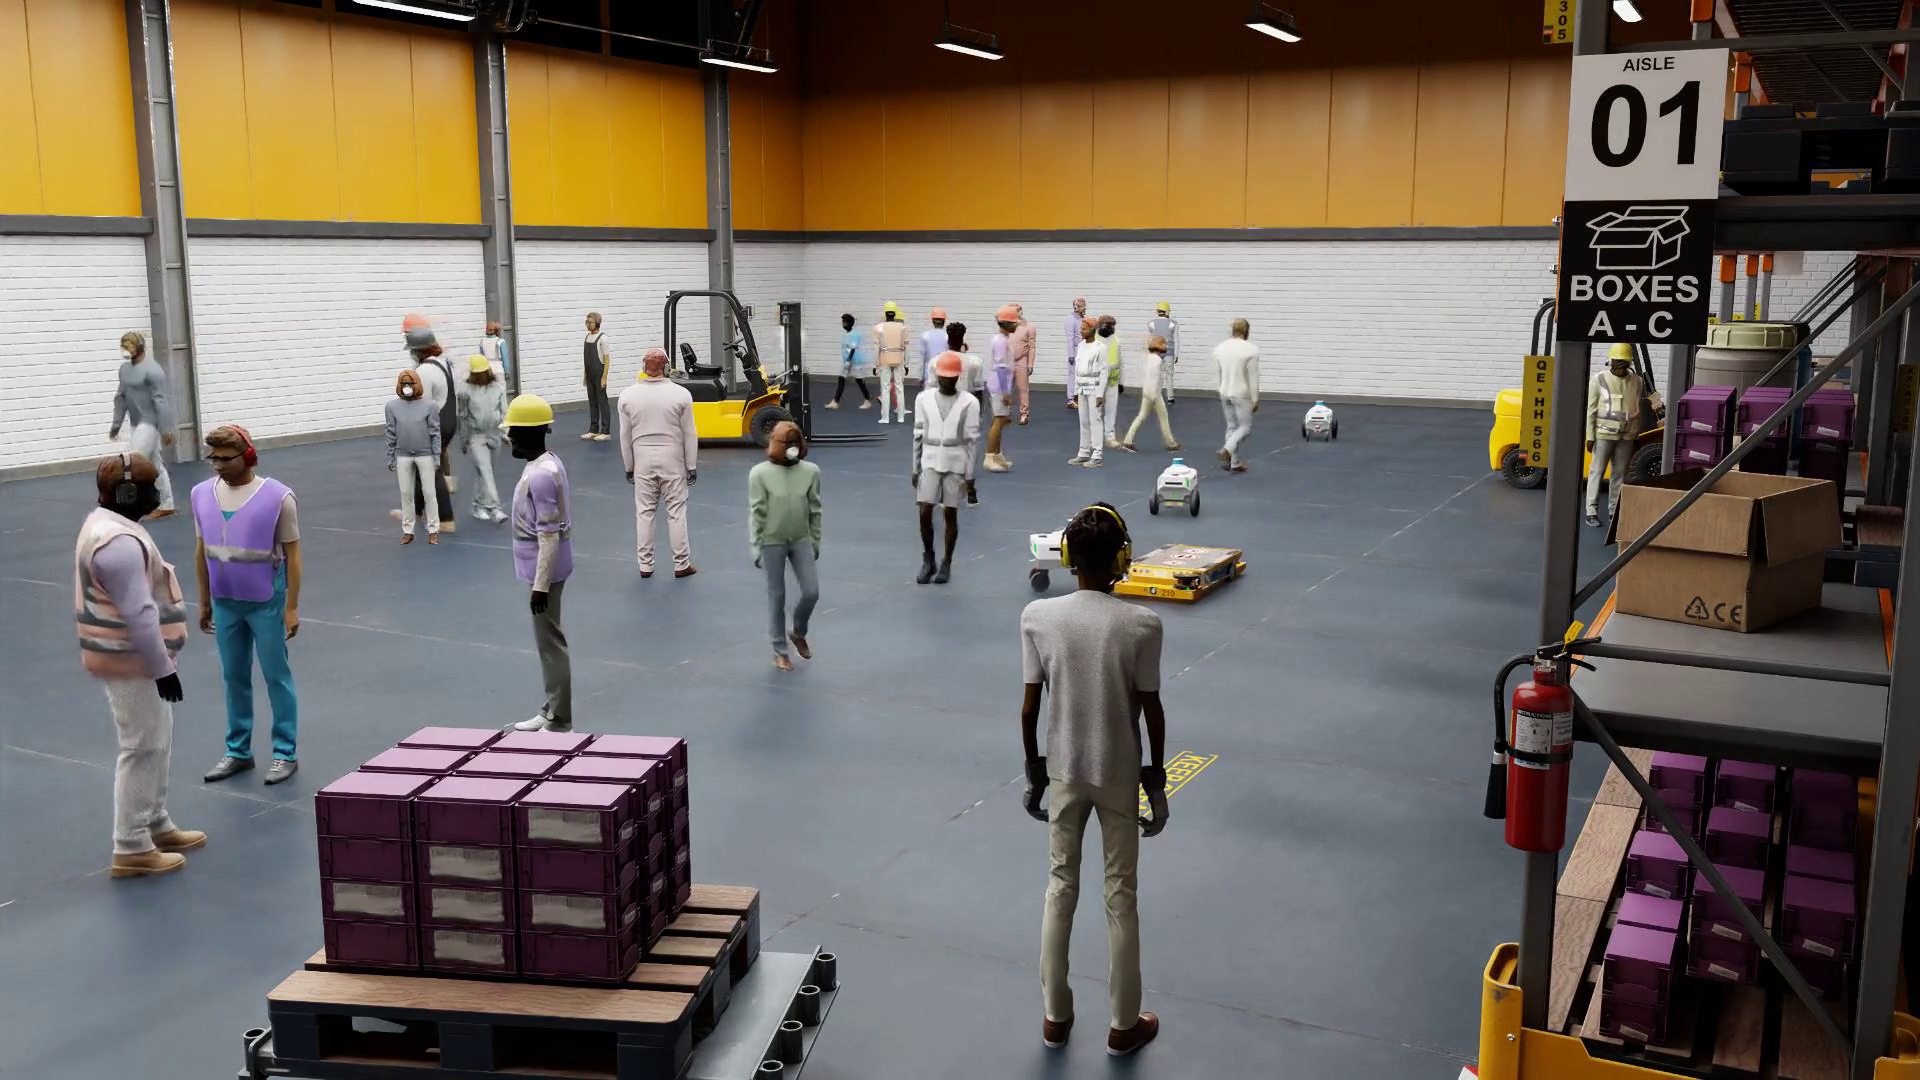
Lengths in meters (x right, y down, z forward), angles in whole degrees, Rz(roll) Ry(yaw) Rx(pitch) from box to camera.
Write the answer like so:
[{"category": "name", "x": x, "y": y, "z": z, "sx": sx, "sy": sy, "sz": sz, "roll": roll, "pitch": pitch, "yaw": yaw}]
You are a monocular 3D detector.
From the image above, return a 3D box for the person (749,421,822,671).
[{"category": "person", "x": -1.109, "y": 0.043, "z": 10.700, "sx": 0.510, "sy": 1.623, "sz": 0.336, "roll": -5, "pitch": 11, "yaw": -25}]

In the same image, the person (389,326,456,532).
[{"category": "person", "x": -5.278, "y": -1.101, "z": 16.104, "sx": 0.810, "sy": 2.000, "sz": 0.713, "roll": 0, "pitch": 10, "yaw": 2}]

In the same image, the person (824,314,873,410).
[{"category": "person", "x": -1.883, "y": -3.036, "z": 28.439, "sx": 0.856, "sy": 1.649, "sz": 0.535, "roll": -6, "pitch": 12, "yaw": -32}]

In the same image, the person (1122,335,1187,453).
[{"category": "person", "x": 2.595, "y": -1.962, "z": 22.405, "sx": 0.880, "sy": 1.587, "sz": 0.512, "roll": -2, "pitch": 10, "yaw": -10}]

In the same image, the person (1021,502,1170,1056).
[{"category": "person", "x": 0.454, "y": 0.801, "z": 5.588, "sx": 0.513, "sy": 1.872, "sz": 0.328, "roll": 3, "pitch": 10, "yaw": 18}]

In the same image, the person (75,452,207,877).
[{"category": "person", "x": -3.572, "y": 0.535, "z": 7.216, "sx": 0.432, "sy": 1.834, "sz": 0.646, "roll": -5, "pitch": 11, "yaw": -27}]

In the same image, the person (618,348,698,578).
[{"category": "person", "x": -2.478, "y": -0.631, "z": 13.771, "sx": 0.641, "sy": 1.909, "sz": 0.409, "roll": 0, "pitch": 10, "yaw": 3}]

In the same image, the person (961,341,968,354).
[{"category": "person", "x": -0.052, "y": -1.669, "z": 20.649, "sx": 0.525, "sy": 1.608, "sz": 0.433, "roll": -7, "pitch": 12, "yaw": -35}]

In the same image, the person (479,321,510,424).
[{"category": "person", "x": -7.192, "y": -2.563, "z": 25.733, "sx": 0.514, "sy": 1.639, "sz": 0.311, "roll": 4, "pitch": 11, "yaw": 22}]

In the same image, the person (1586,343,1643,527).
[{"category": "person", "x": 6.439, "y": -1.038, "z": 16.356, "sx": 0.594, "sy": 1.826, "sz": 0.403, "roll": -2, "pitch": 10, "yaw": -10}]

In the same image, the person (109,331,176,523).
[{"category": "person", "x": -8.205, "y": -1.109, "z": 16.539, "sx": 0.636, "sy": 1.912, "sz": 0.795, "roll": 8, "pitch": 13, "yaw": 40}]

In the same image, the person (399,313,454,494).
[{"category": "person", "x": -5.954, "y": -1.490, "z": 18.398, "sx": 0.656, "sy": 2.017, "sz": 0.628, "roll": -2, "pitch": 10, "yaw": -12}]

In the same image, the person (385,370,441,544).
[{"category": "person", "x": -5.033, "y": -0.761, "z": 15.343, "sx": 0.501, "sy": 1.626, "sz": 0.282, "roll": -1, "pitch": 10, "yaw": -4}]

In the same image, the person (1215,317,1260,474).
[{"category": "person", "x": 3.295, "y": -1.719, "z": 20.061, "sx": 0.626, "sy": 1.918, "sz": 0.632, "roll": -9, "pitch": 13, "yaw": -43}]

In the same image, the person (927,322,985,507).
[{"category": "person", "x": -0.043, "y": -1.319, "z": 17.579, "sx": 0.608, "sy": 1.966, "sz": 0.374, "roll": 0, "pitch": 10, "yaw": -2}]

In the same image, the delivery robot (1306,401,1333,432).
[{"category": "delivery robot", "x": 5.177, "y": -1.762, "z": 23.955, "sx": 0.477, "sy": 0.478, "sz": 0.707, "roll": 3, "pitch": 10, "yaw": 15}]

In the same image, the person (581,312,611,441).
[{"category": "person", "x": -5.230, "y": -2.344, "z": 23.867, "sx": 0.508, "sy": 1.847, "sz": 0.345, "roll": 8, "pitch": 13, "yaw": 39}]

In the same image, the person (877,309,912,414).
[{"category": "person", "x": -1.080, "y": -2.977, "z": 27.765, "sx": 0.492, "sy": 1.752, "sz": 0.546, "roll": -2, "pitch": 10, "yaw": -9}]

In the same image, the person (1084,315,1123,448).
[{"category": "person", "x": 1.968, "y": -2.162, "z": 22.892, "sx": 0.667, "sy": 1.832, "sz": 0.430, "roll": -5, "pitch": 11, "yaw": -28}]

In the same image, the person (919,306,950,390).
[{"category": "person", "x": -0.304, "y": -2.382, "z": 23.831, "sx": 0.552, "sy": 1.938, "sz": 0.379, "roll": 1, "pitch": 10, "yaw": 4}]

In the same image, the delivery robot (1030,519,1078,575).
[{"category": "delivery robot", "x": 0.917, "y": 0.073, "z": 13.332, "sx": 0.707, "sy": 0.478, "sz": 0.477, "roll": 0, "pitch": 10, "yaw": 0}]

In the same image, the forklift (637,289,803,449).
[{"category": "forklift", "x": -3.358, "y": -2.392, "z": 23.136, "sx": 2.313, "sy": 2.155, "sz": 1.214, "roll": -1, "pitch": 10, "yaw": -5}]

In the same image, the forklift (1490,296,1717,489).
[{"category": "forklift", "x": 7.296, "y": -1.677, "z": 18.993, "sx": 2.313, "sy": 2.155, "sz": 1.214, "roll": 5, "pitch": 11, "yaw": 27}]

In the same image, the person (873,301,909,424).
[{"category": "person", "x": -1.092, "y": -2.783, "z": 26.172, "sx": 0.595, "sy": 1.925, "sz": 0.375, "roll": -3, "pitch": 10, "yaw": -18}]

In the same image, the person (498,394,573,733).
[{"category": "person", "x": -2.305, "y": 0.164, "z": 9.107, "sx": 0.366, "sy": 1.926, "sz": 0.593, "roll": -3, "pitch": 10, "yaw": -15}]

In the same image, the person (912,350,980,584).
[{"category": "person", "x": -0.124, "y": -0.575, "z": 13.424, "sx": 0.562, "sy": 1.914, "sz": 0.551, "roll": 2, "pitch": 10, "yaw": 10}]

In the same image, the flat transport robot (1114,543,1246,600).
[{"category": "flat transport robot", "x": 1.804, "y": 0.240, "z": 13.459, "sx": 0.652, "sy": 0.197, "sz": 1.431, "roll": 5, "pitch": 11, "yaw": 25}]

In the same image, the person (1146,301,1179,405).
[{"category": "person", "x": 3.597, "y": -3.312, "z": 29.523, "sx": 0.591, "sy": 1.828, "sz": 0.404, "roll": 2, "pitch": 10, "yaw": 14}]

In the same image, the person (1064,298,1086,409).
[{"category": "person", "x": 2.062, "y": -3.220, "z": 28.759, "sx": 0.409, "sy": 1.906, "sz": 0.652, "roll": 6, "pitch": 11, "yaw": 29}]

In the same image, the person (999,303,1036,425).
[{"category": "person", "x": 0.862, "y": -2.763, "z": 26.118, "sx": 0.649, "sy": 1.907, "sz": 0.409, "roll": 5, "pitch": 11, "yaw": 25}]

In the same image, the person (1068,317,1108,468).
[{"category": "person", "x": 1.624, "y": -1.855, "z": 20.924, "sx": 0.353, "sy": 1.883, "sz": 0.572, "roll": -6, "pitch": 12, "yaw": -32}]

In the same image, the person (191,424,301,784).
[{"category": "person", "x": -3.605, "y": 0.322, "z": 8.456, "sx": 0.565, "sy": 1.836, "sz": 0.395, "roll": 2, "pitch": 10, "yaw": 12}]

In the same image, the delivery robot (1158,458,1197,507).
[{"category": "delivery robot", "x": 2.255, "y": -0.604, "z": 17.250, "sx": 0.477, "sy": 0.478, "sz": 0.707, "roll": 2, "pitch": 10, "yaw": 13}]

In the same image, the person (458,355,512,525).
[{"category": "person", "x": -4.706, "y": -0.997, "z": 16.519, "sx": 0.484, "sy": 1.678, "sz": 0.915, "roll": -7, "pitch": 12, "yaw": -37}]

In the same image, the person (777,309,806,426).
[{"category": "person", "x": -2.635, "y": -2.657, "z": 25.633, "sx": 0.577, "sy": 1.863, "sz": 0.743, "roll": 7, "pitch": 12, "yaw": 37}]

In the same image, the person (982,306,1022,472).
[{"category": "person", "x": 0.515, "y": -1.871, "z": 20.573, "sx": 0.497, "sy": 2.043, "sz": 0.790, "roll": 0, "pitch": 10, "yaw": 0}]
